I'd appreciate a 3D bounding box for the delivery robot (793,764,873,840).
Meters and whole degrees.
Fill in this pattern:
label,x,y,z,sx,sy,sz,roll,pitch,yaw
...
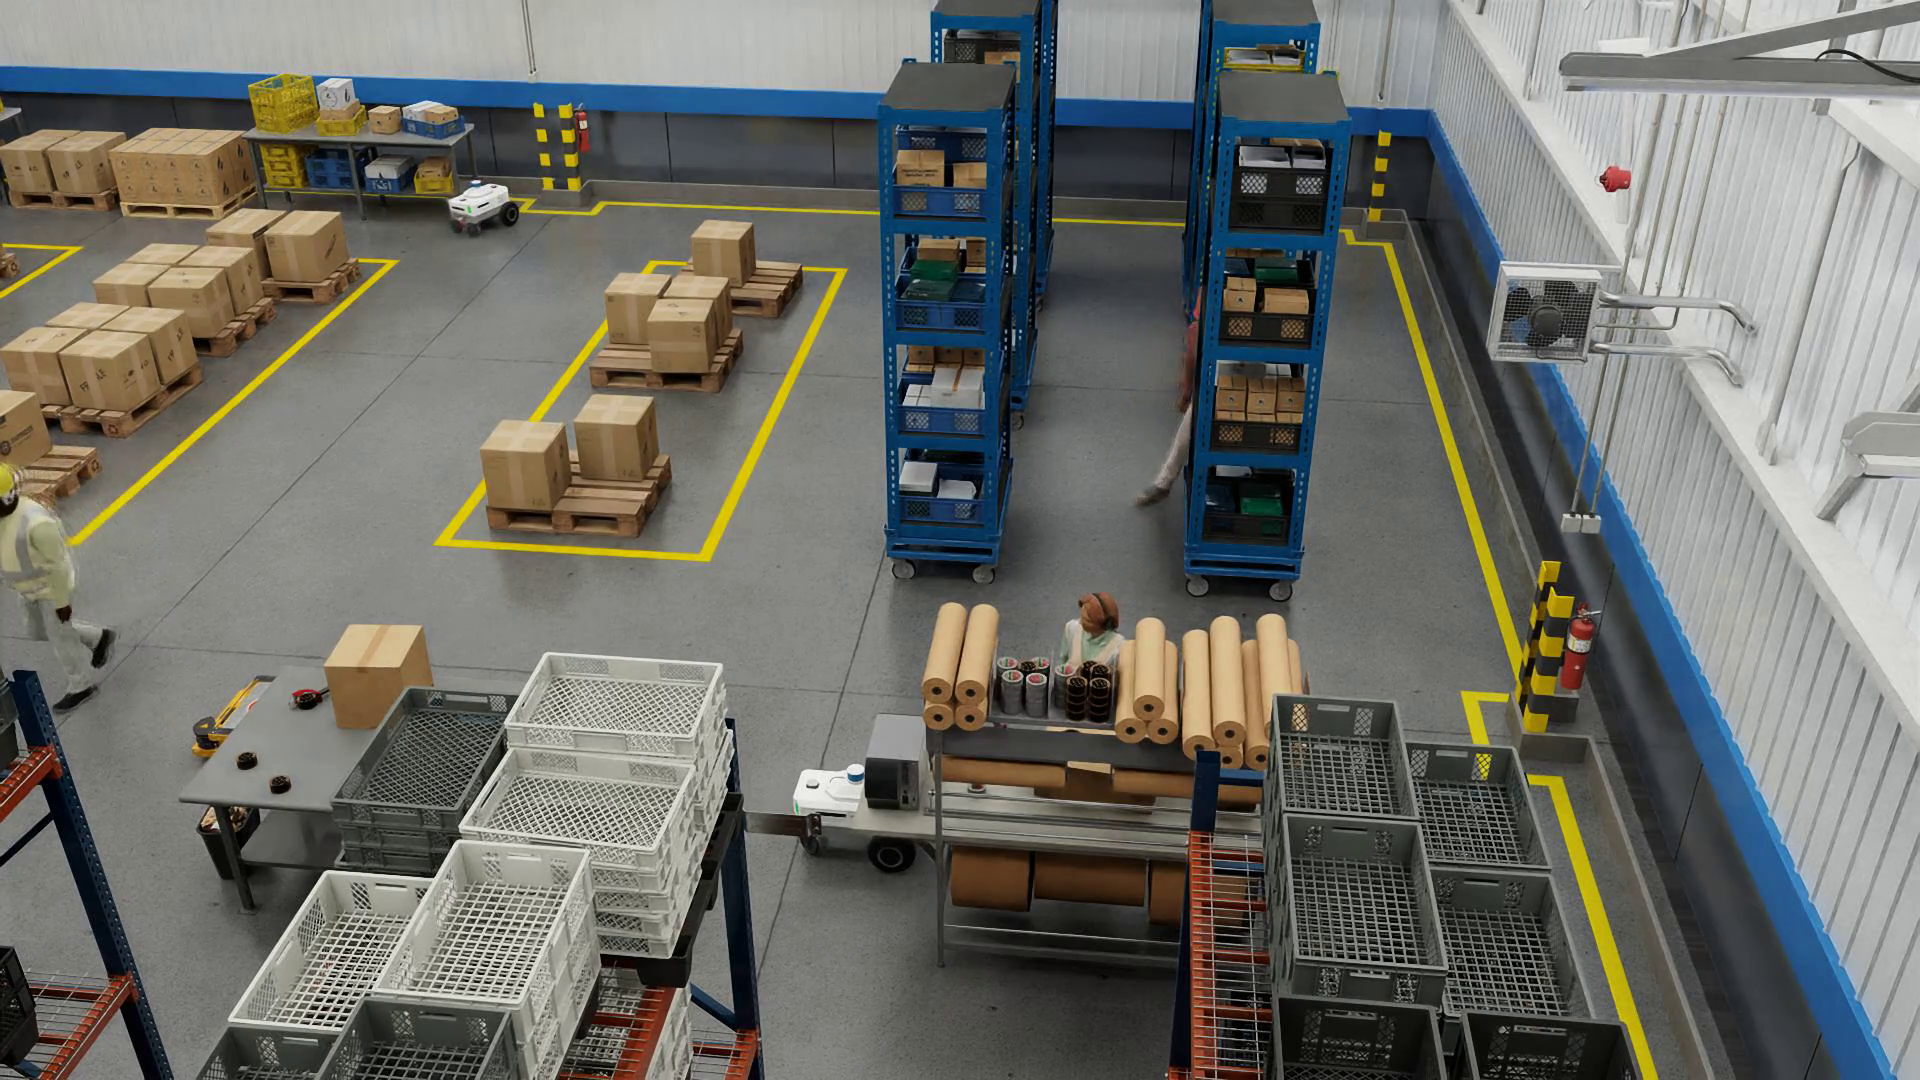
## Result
label,x,y,z,sx,sy,sz,roll,pitch,yaw
delivery robot,-0.600,1.522,9.661,0.707,0.478,0.477,4,31,6

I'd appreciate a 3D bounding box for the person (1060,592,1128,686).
label,x,y,z,sx,sy,sz,roll,pitch,yaw
person,0.782,0.997,9.584,0.517,1.636,0.314,25,38,36

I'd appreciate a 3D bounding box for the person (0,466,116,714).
label,x,y,z,sx,sy,sz,roll,pitch,yaw
person,-5.870,0.257,10.695,0.600,1.808,0.606,16,34,26

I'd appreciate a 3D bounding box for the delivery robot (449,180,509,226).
label,x,y,z,sx,sy,sz,roll,pitch,yaw
delivery robot,-5.451,-3.828,18.850,0.477,0.478,0.707,14,33,23
